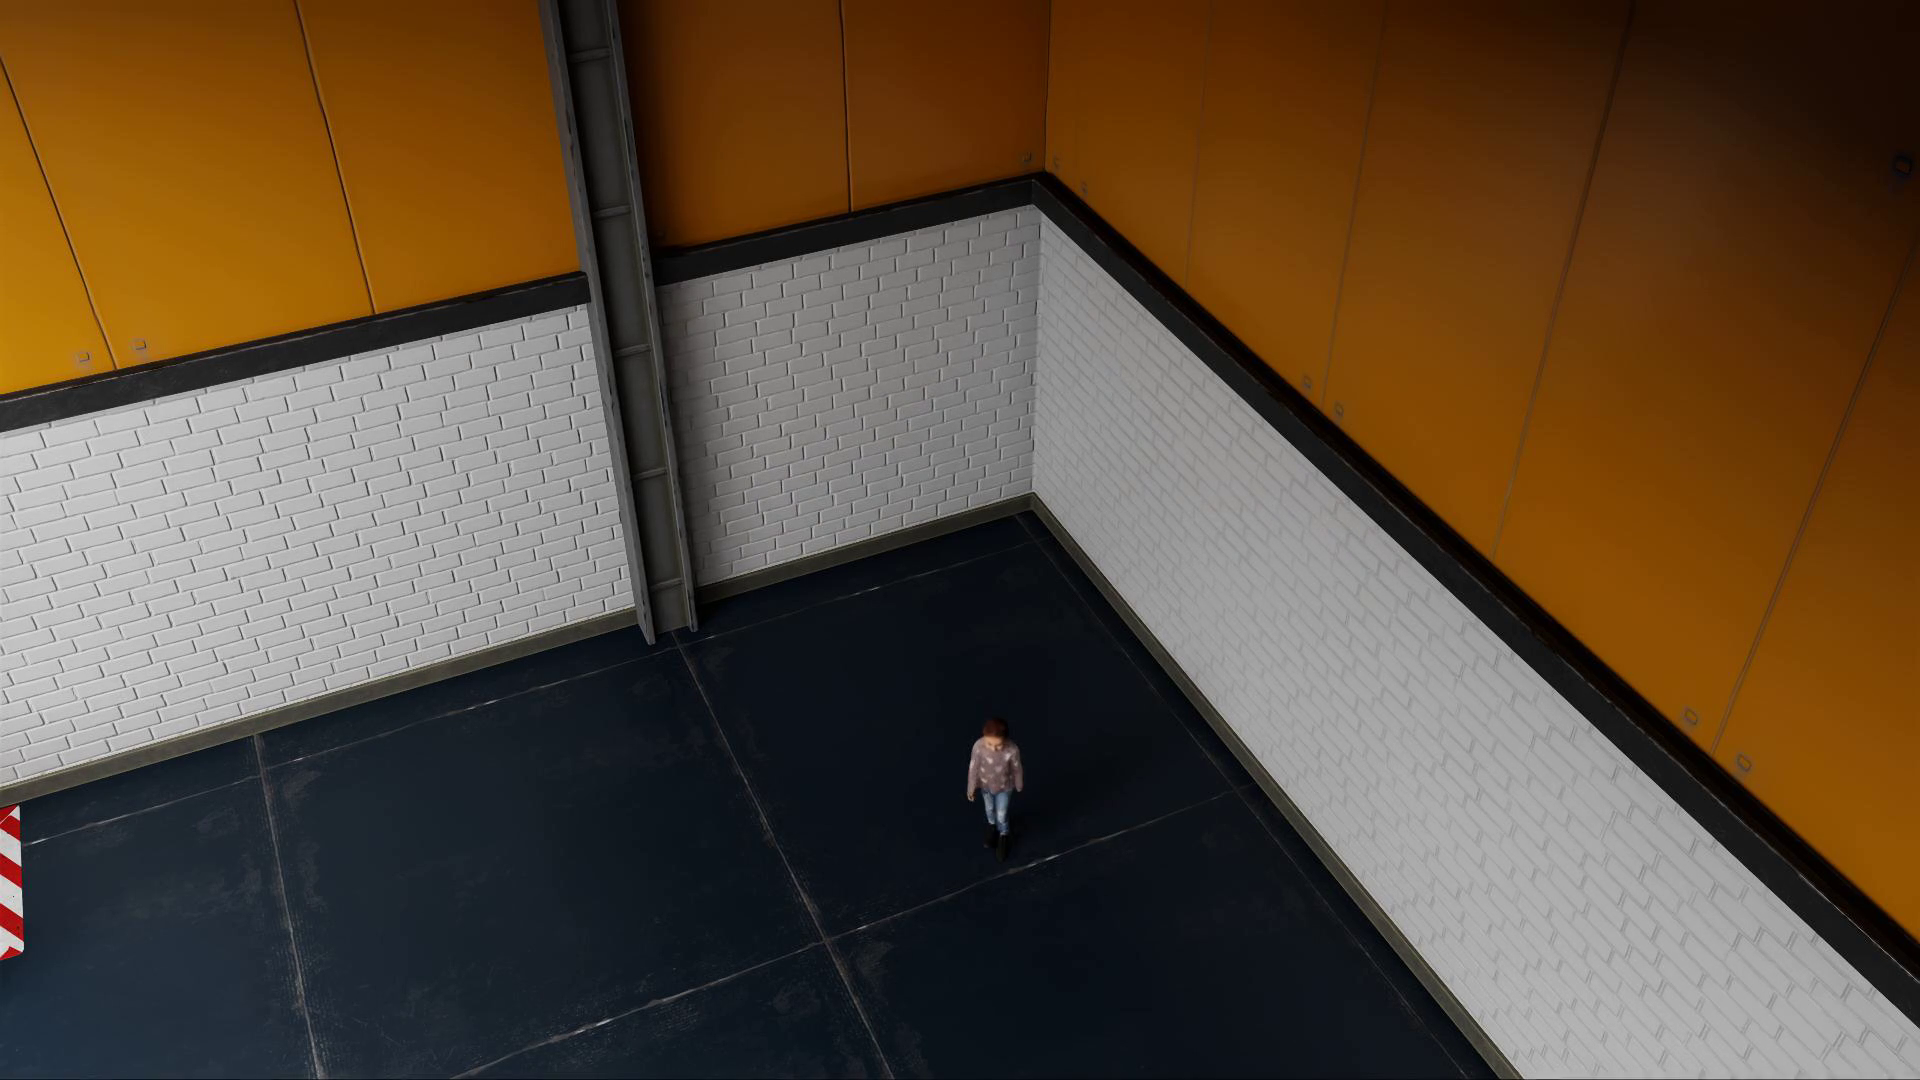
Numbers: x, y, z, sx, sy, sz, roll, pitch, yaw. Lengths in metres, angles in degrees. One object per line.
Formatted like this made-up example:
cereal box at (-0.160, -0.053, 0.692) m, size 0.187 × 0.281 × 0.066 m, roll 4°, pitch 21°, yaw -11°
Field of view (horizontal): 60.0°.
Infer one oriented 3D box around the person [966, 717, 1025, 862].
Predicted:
person at (0.240, 1.499, 10.645) m, size 0.582 × 1.177 × 0.644 m, roll 11°, pitch 40°, yaw 14°
